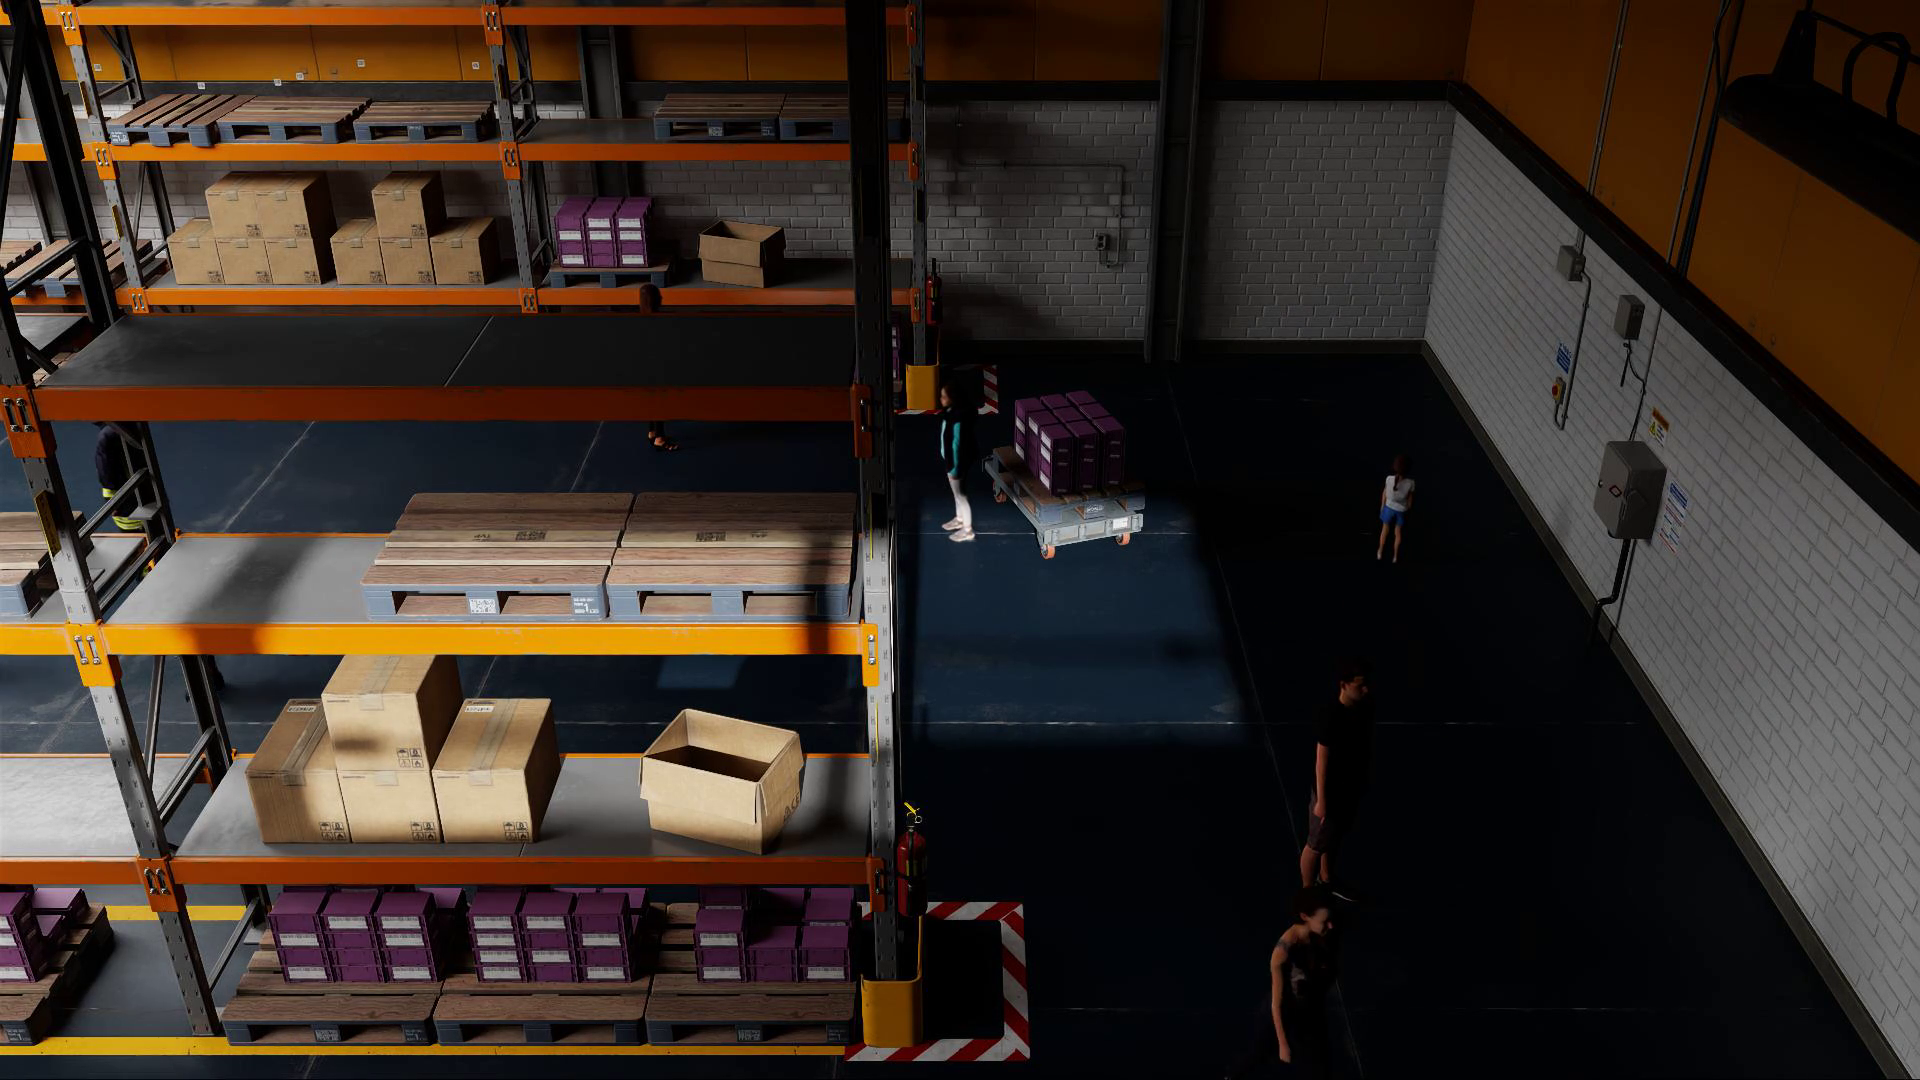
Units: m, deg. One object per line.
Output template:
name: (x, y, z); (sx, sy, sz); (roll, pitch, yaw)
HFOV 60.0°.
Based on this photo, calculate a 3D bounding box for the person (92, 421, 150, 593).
person: (-6.894, -0.427, 13.854); (0.709, 1.857, 0.758); (3, 29, 5)

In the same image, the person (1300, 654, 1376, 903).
person: (2.343, 1.504, 10.309); (0.816, 1.861, 0.759); (25, 37, 38)

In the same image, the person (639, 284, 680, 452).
person: (-2.996, -1.708, 16.364); (0.692, 1.702, 0.697); (-12, 31, -21)

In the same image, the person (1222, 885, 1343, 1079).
person: (1.647, 2.471, 8.687); (1.184, 1.719, 1.089); (-17, 33, -28)

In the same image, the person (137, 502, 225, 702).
person: (-5.770, 0.403, 12.497); (0.785, 1.700, 0.735); (-23, 36, -35)

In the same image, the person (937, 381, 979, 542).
person: (-0.021, -0.717, 14.765); (0.640, 1.495, 0.623); (-7, 29, -12)

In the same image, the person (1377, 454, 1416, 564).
person: (3.794, -0.281, 14.462); (0.460, 1.018, 0.549); (13, 31, 22)
